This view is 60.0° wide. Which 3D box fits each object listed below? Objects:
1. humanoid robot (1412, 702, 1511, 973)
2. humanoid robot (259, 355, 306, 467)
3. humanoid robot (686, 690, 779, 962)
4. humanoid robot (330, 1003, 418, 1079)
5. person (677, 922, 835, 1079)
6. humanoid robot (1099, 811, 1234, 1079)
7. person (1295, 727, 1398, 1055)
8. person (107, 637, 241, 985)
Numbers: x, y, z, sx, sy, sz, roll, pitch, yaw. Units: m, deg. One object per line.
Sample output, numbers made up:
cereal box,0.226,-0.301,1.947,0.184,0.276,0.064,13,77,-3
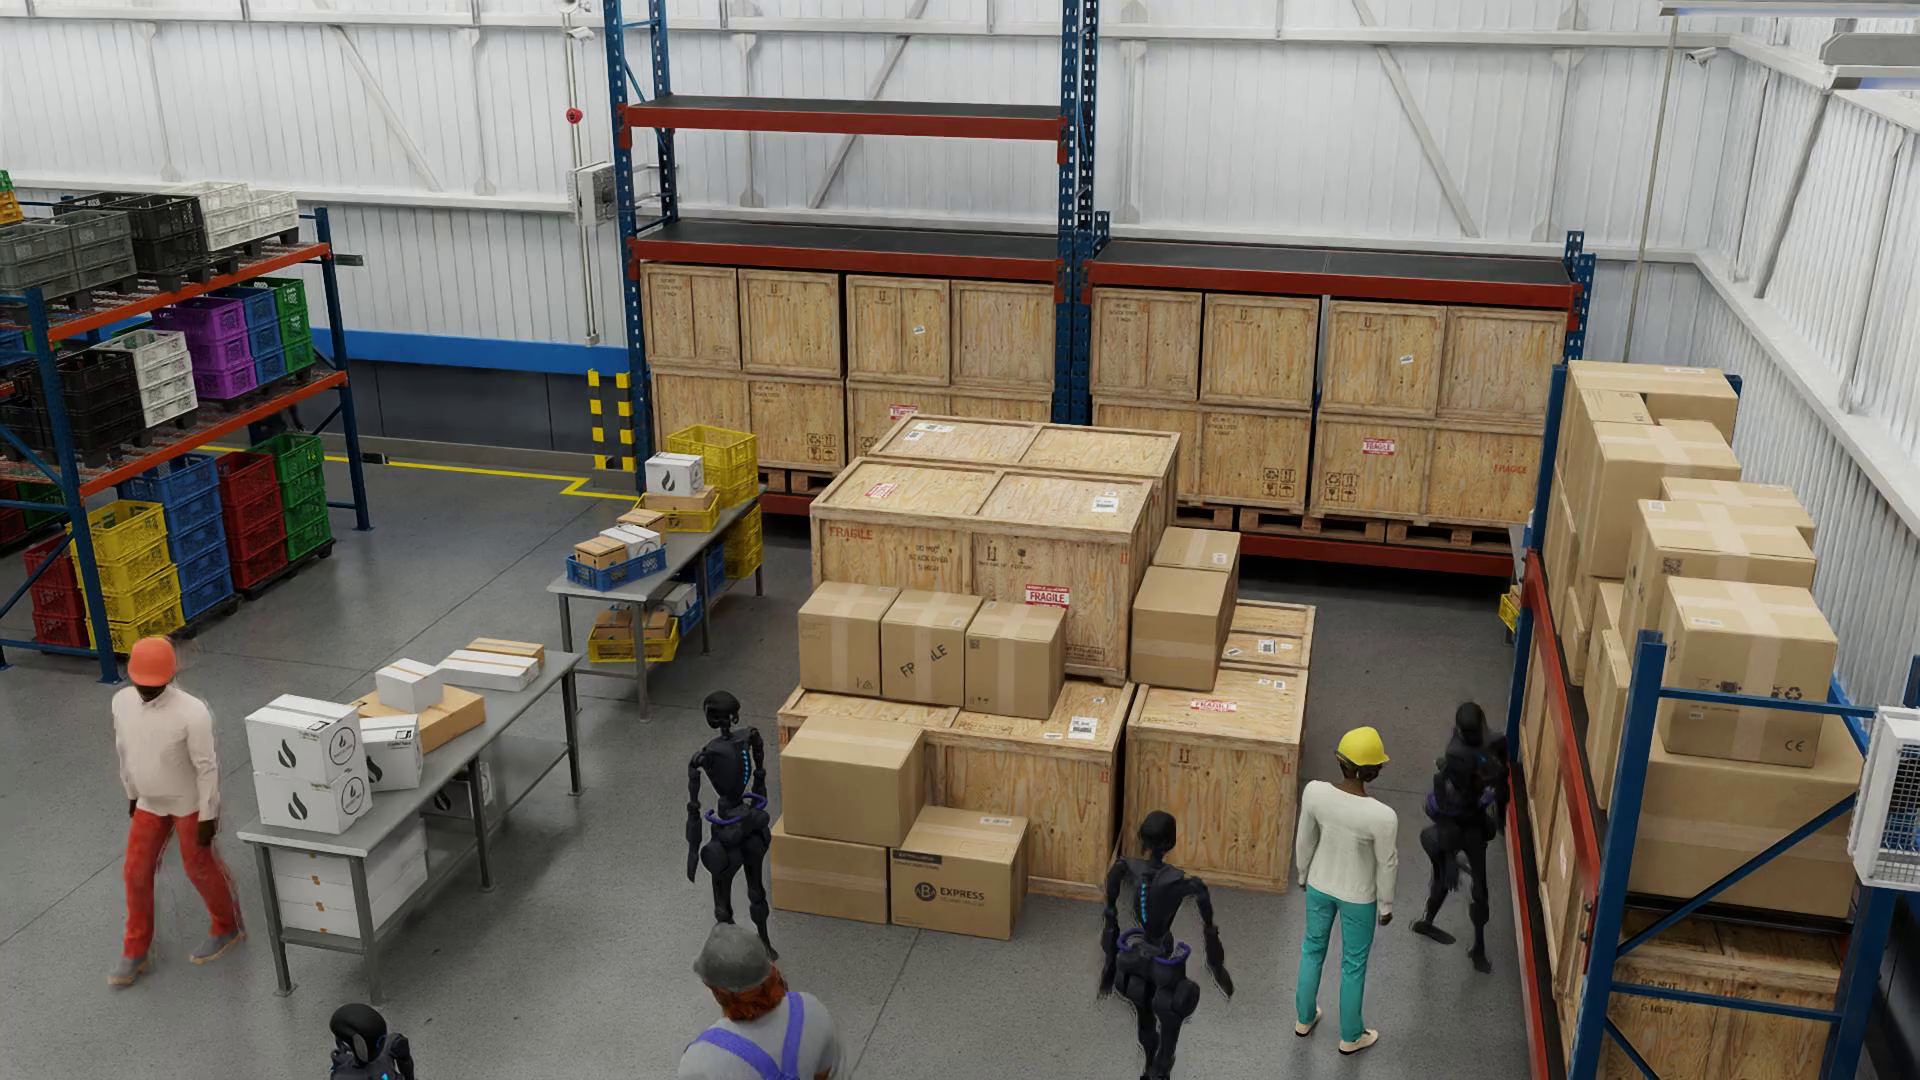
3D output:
humanoid robot,2.749,1.566,9.021,0.629,1.611,0.647,-7,22,-17
humanoid robot,-6.568,-1.106,15.962,0.443,1.643,0.677,-3,21,-7
humanoid robot,-1.223,1.573,8.951,0.307,1.651,0.579,16,26,36
humanoid robot,-2.256,2.506,6.514,0.324,1.652,0.556,6,22,15
person,-0.777,2.358,6.397,0.798,2.000,0.687,20,28,41
humanoid robot,0.935,2.021,7.826,0.580,1.637,0.661,15,26,35
person,1.939,1.750,8.371,0.529,1.765,0.323,17,27,37
person,-4.304,1.468,8.847,0.652,1.949,0.752,6,22,15
